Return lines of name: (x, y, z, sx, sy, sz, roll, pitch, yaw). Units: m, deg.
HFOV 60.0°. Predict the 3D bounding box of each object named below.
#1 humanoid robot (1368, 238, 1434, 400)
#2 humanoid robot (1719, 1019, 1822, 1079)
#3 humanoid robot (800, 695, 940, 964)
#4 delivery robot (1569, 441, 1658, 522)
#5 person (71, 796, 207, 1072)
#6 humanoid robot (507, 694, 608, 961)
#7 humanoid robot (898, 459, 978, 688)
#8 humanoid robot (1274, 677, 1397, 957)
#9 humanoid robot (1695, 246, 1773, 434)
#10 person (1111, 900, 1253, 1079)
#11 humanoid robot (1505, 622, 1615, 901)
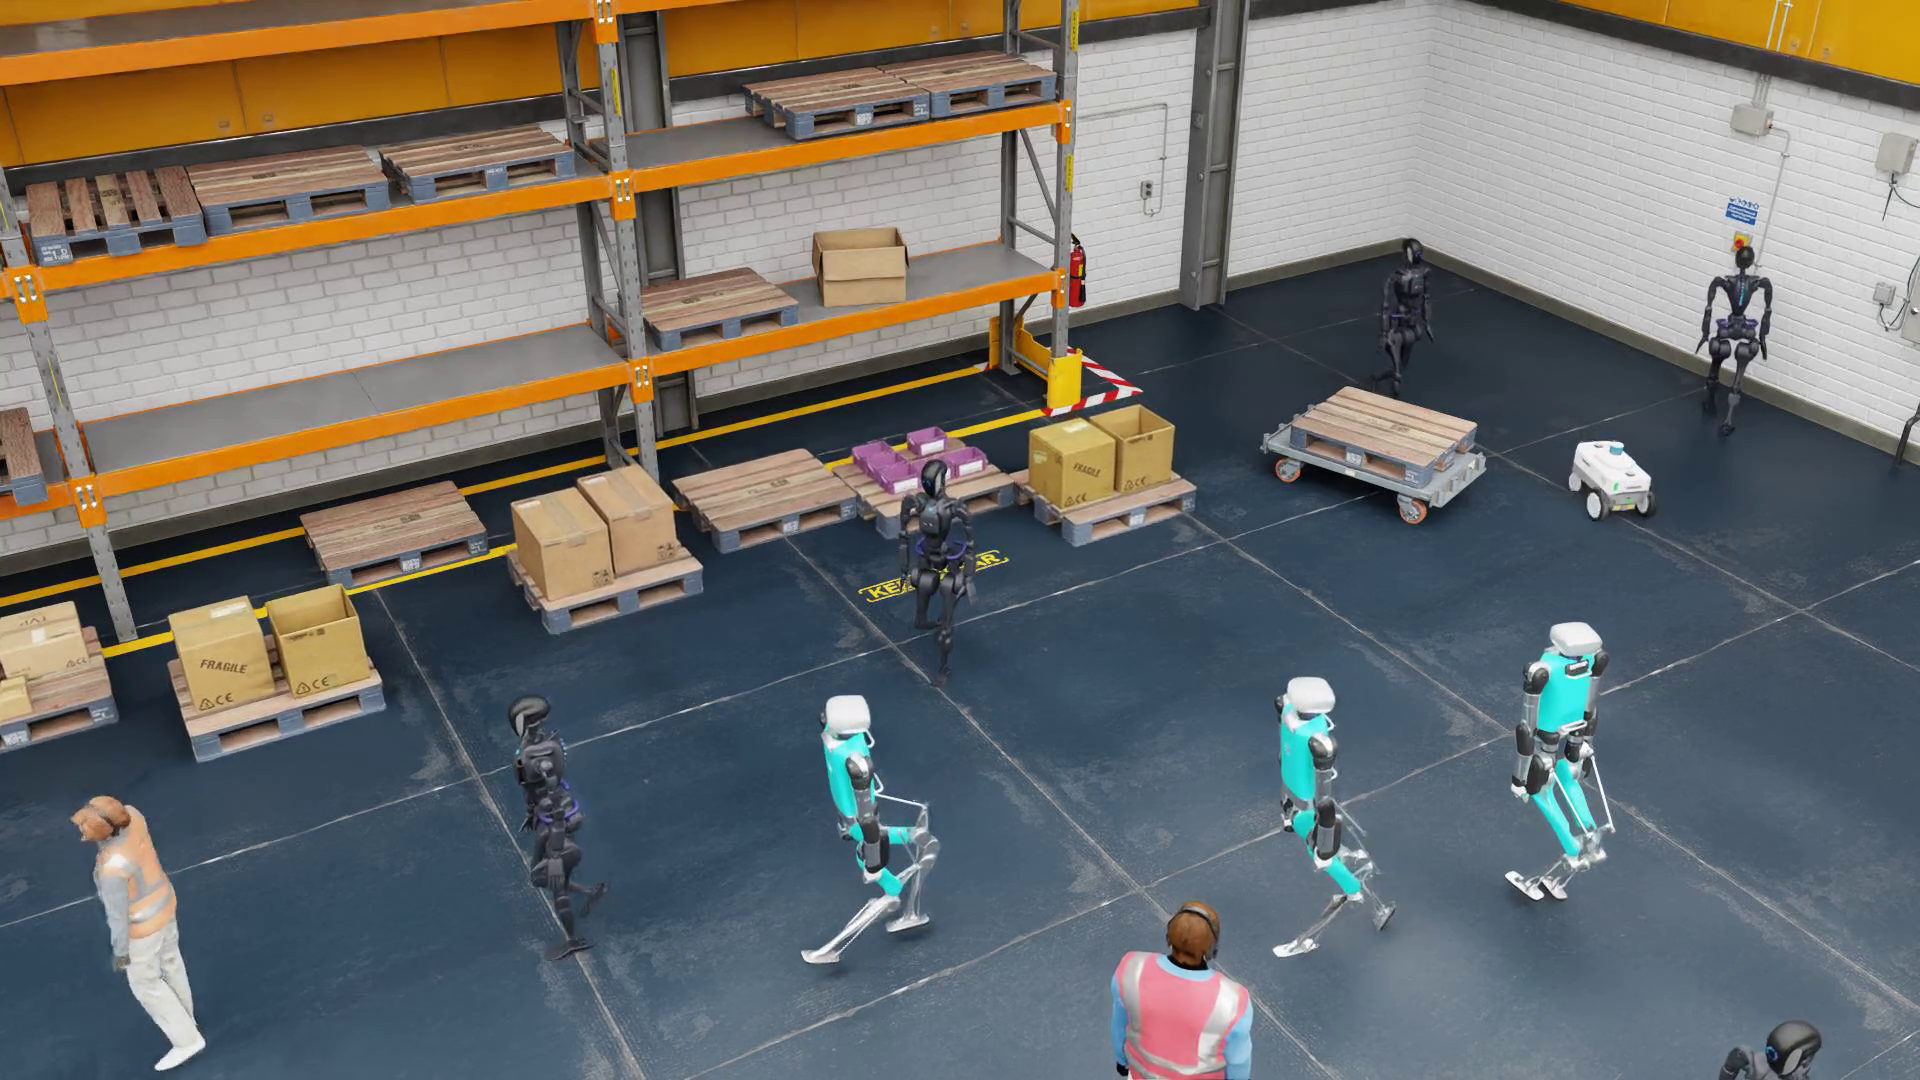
humanoid robot: (3.959, -1.948, 15.025, 0.601, 1.648, 0.693, -14, 32, -23)
humanoid robot: (3.292, 2.652, 6.879, 0.597, 1.659, 0.596, -14, 32, -23)
humanoid robot: (-0.389, 1.528, 8.784, 1.019, 1.728, 0.558, -12, 32, -20)
delivery robot: (5.317, -0.517, 13.585, 0.499, 0.581, 0.774, -4, 30, -8)
person: (-4.041, 1.892, 8.260, 0.344, 1.615, 0.574, -3, 30, -5)
humanoid robot: (-2.147, 1.527, 8.839, 0.404, 1.650, 0.599, -15, 33, -24)
humanoid robot: (-0.110, 0.176, 11.246, 0.588, 1.644, 0.518, 10, 31, 18)
humanoid robot: (2.088, 1.491, 8.895, 0.893, 1.818, 0.551, -8, 30, -13)
humanoid robot: (6.888, -1.815, 14.784, 0.601, 1.617, 0.740, 8, 30, 14)
person: (0.953, 2.327, 7.270, 0.626, 1.834, 0.430, 13, 32, 22)
humanoid robot: (3.354, 1.317, 9.070, 0.535, 1.716, 0.699, -13, 32, -22)
